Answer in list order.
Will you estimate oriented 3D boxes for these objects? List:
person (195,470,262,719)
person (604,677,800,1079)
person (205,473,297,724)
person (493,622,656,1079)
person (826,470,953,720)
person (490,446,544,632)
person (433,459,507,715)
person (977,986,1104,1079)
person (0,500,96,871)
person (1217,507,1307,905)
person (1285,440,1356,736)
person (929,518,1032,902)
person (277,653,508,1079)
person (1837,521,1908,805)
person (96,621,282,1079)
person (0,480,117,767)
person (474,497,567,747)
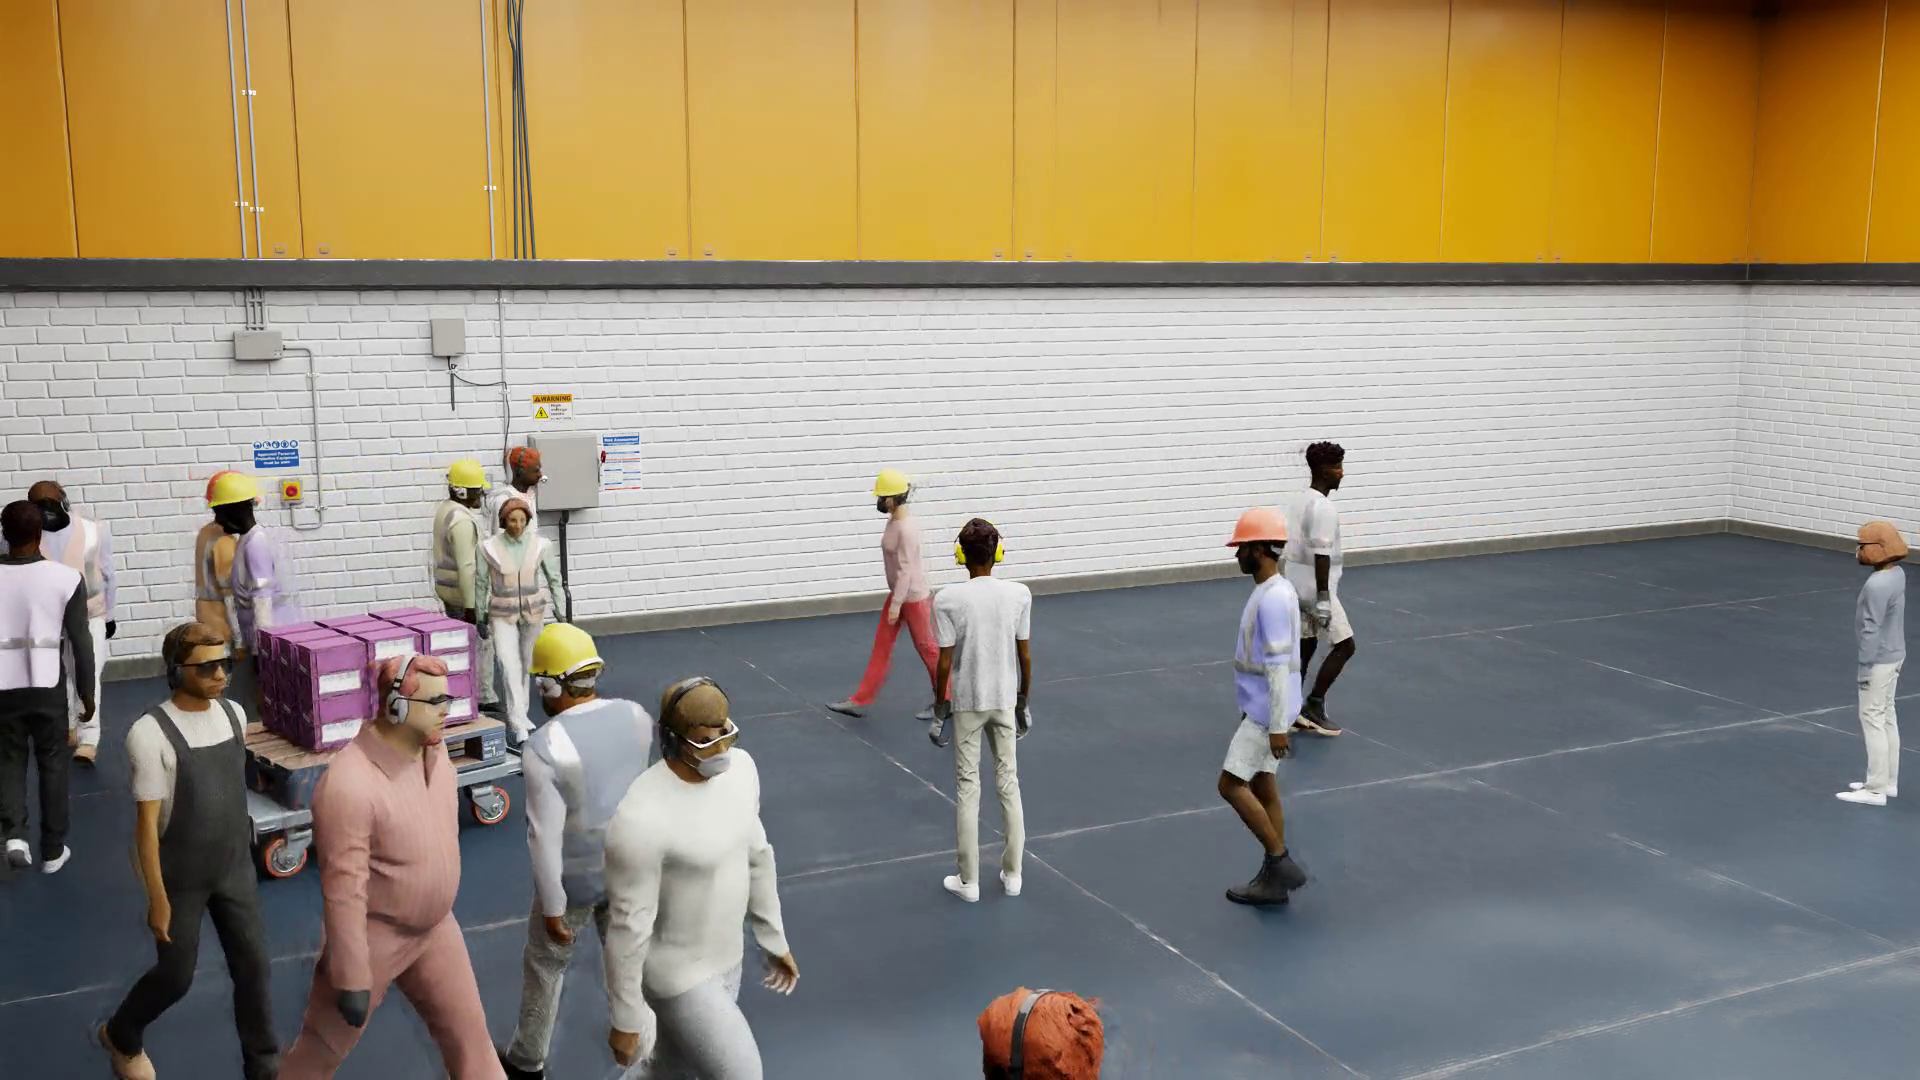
[{"bbox_3d":[-4.355,0.511,9.922,1.006,1.876,0.555,-6,11,-32],"label":"person"},{"bbox_3d":[-0.858,1.297,5.034,1.010,1.883,0.647,3,10,19],"label":"person"},{"bbox_3d":[-3.991,0.528,9.794,0.946,1.876,0.640,-5,10,-27],"label":"person"},{"bbox_3d":[-1.416,1.174,6.042,0.859,1.789,0.599,8,12,39],"label":"person"},{"bbox_3d":[-0.438,0.389,11.139,0.867,1.717,0.536,-3,10,-19],"label":"person"},{"bbox_3d":[-3.183,0.238,11.769,1.018,1.847,0.594,1,9,3],"label":"person"},{"bbox_3d":[-3.429,0.345,11.232,0.726,1.797,0.606,-5,10,-28],"label":"person"},{"bbox_3d":[0.338,1.685,2.848,0.623,1.822,1.058,-8,12,-40],"label":"person"},{"bbox_3d":[-4.701,0.752,8.364,0.653,1.893,0.488,-3,10,-19],"label":"person"},{"bbox_3d":[1.439,0.805,7.966,0.403,1.909,0.574,2,9,12],"label":"person"},{"bbox_3d":[2.353,0.322,10.840,0.503,1.947,0.649,-1,9,-7],"label":"person"},{"bbox_3d":[0.103,0.820,8.046,0.519,1.861,0.331,-3,10,-16],"label":"person"},{"bbox_3d":[-1.819,1.270,5.387,1.118,1.832,0.668,3,10,16],"label":"person"},{"bbox_3d":[5.241,0.702,9.522,0.299,1.625,0.493,8,12,42],"label":"person"},{"bbox_3d":[-2.770,1.178,5.971,0.850,1.823,0.520,4,10,25],"label":"person"},{"bbox_3d":[-5.559,0.502,10.291,0.631,1.773,1.030,-4,10,-26],"label":"person"},{"bbox_3d":[-2.820,0.517,10.698,0.542,1.586,0.863,-5,10,-28],"label":"person"}]
